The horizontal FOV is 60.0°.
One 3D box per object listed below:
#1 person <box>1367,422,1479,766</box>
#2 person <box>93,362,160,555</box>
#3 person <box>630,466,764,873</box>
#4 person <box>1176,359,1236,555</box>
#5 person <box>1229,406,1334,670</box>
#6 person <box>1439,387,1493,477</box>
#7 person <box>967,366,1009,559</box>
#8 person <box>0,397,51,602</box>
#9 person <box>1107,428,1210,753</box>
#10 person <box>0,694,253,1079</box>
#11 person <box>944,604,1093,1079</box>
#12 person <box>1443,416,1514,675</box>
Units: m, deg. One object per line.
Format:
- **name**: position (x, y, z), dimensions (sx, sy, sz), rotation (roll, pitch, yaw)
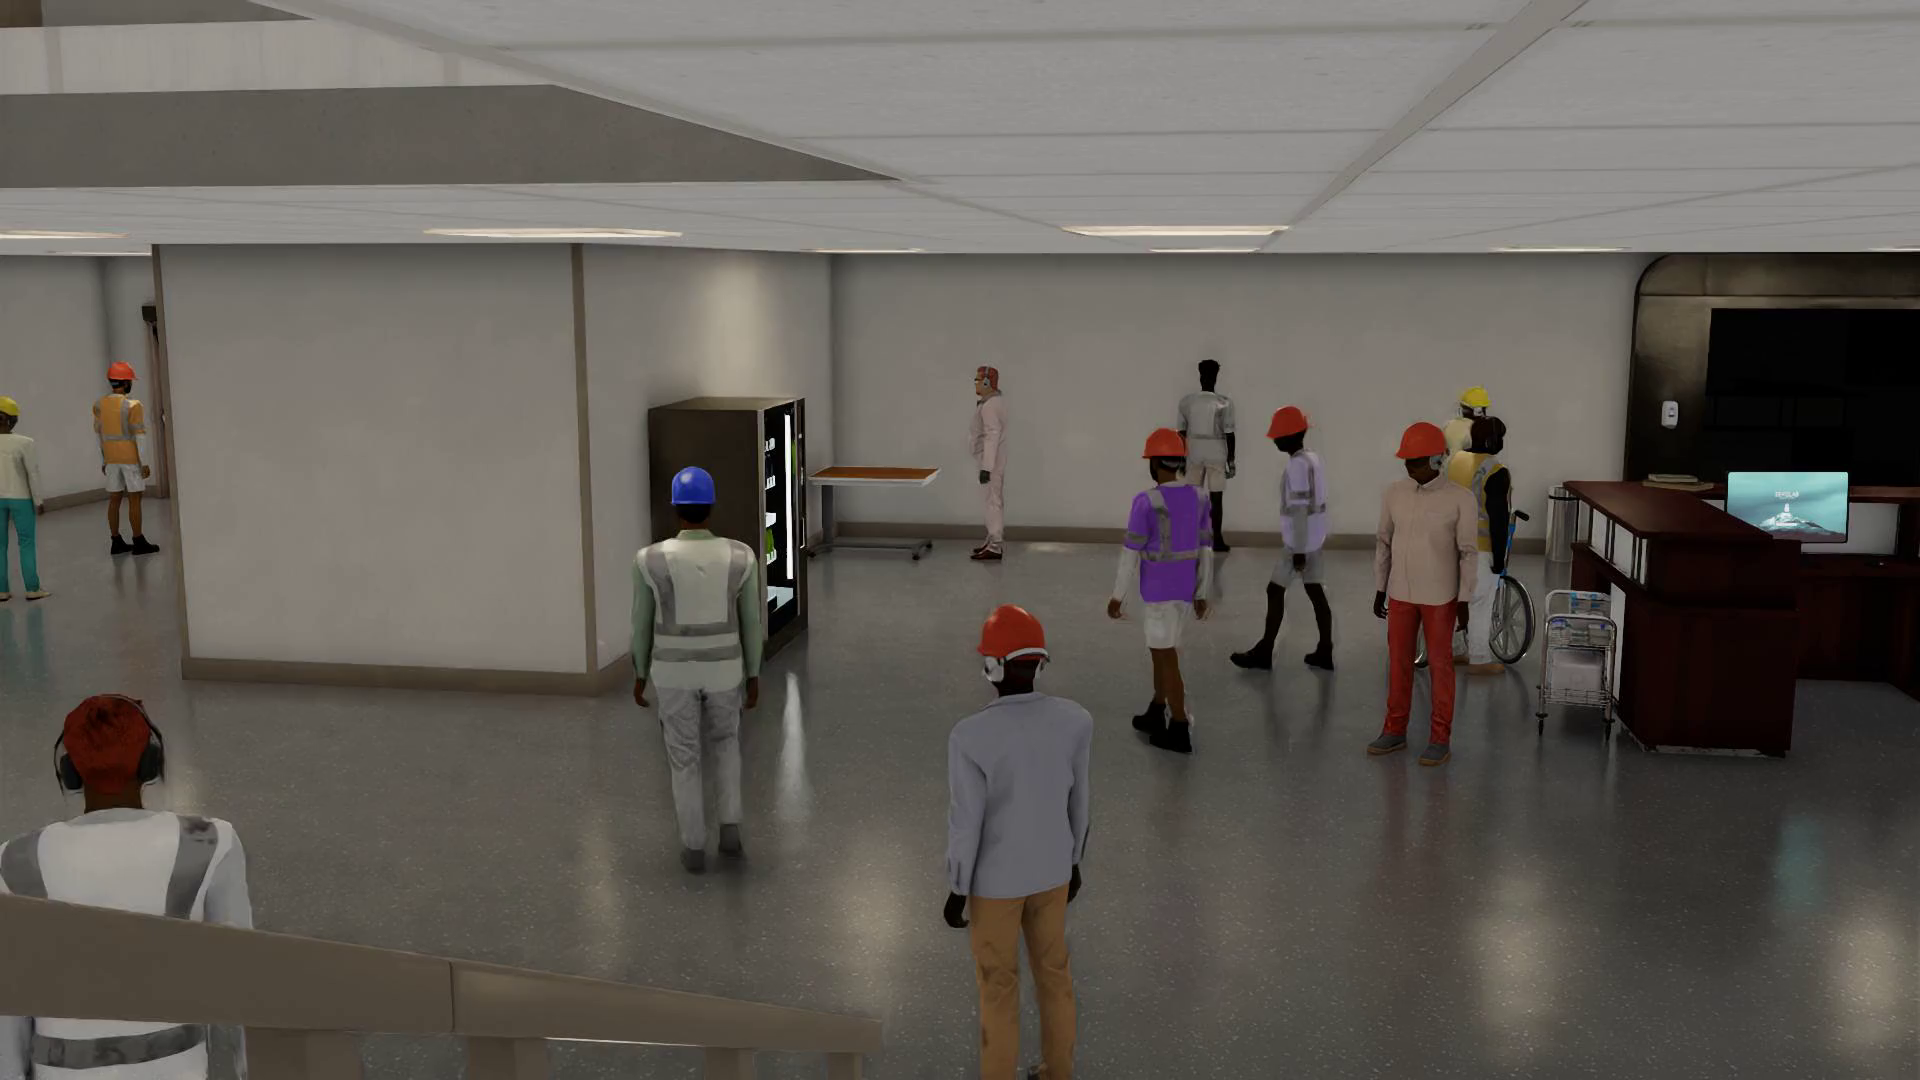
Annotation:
- **person**: position (2.662, 0.307, 9.609), dimensions (0.621, 1.985, 0.399), rotation (9, 13, 43)
- **person**: position (-8.377, -0.818, 16.704), dimensions (0.551, 1.935, 0.375), rotation (2, 9, 13)
- **person**: position (-1.252, 0.617, 7.893), dimensions (0.608, 1.932, 0.454), rotation (-3, 10, -19)
- **person**: position (2.479, -0.829, 16.682), dimensions (0.613, 1.965, 0.361), rotation (5, 10, 27)
- **person**: position (2.328, -0.008, 11.836), dimensions (0.766, 1.891, 0.638), rotation (4, 10, 25)
- **person**: position (4.653, -0.472, 14.960), dimensions (0.682, 1.806, 0.615), rotation (-3, 10, -19)
- **person**: position (0.269, -0.762, 16.449), dimensions (0.403, 1.911, 0.637), rotation (1, 9, 8)
- **person**: position (-8.182, -0.349, 14.350), dimensions (0.533, 1.765, 0.330), rotation (-1, 9, -5)
- **person**: position (1.155, 0.286, 9.953), dimensions (0.566, 1.906, 0.735), rotation (-8, 12, -40)
- **person**: position (-1.961, 1.309, 3.925), dimensions (0.593, 1.847, 0.801), rotation (-3, 10, -18)
- **person**: position (0.178, 1.081, 5.560), dimensions (0.572, 1.749, 0.341), rotation (-6, 11, -34)
- **person**: position (3.664, 0.039, 11.756), dimensions (0.429, 1.837, 0.626), rotation (-3, 10, -20)
